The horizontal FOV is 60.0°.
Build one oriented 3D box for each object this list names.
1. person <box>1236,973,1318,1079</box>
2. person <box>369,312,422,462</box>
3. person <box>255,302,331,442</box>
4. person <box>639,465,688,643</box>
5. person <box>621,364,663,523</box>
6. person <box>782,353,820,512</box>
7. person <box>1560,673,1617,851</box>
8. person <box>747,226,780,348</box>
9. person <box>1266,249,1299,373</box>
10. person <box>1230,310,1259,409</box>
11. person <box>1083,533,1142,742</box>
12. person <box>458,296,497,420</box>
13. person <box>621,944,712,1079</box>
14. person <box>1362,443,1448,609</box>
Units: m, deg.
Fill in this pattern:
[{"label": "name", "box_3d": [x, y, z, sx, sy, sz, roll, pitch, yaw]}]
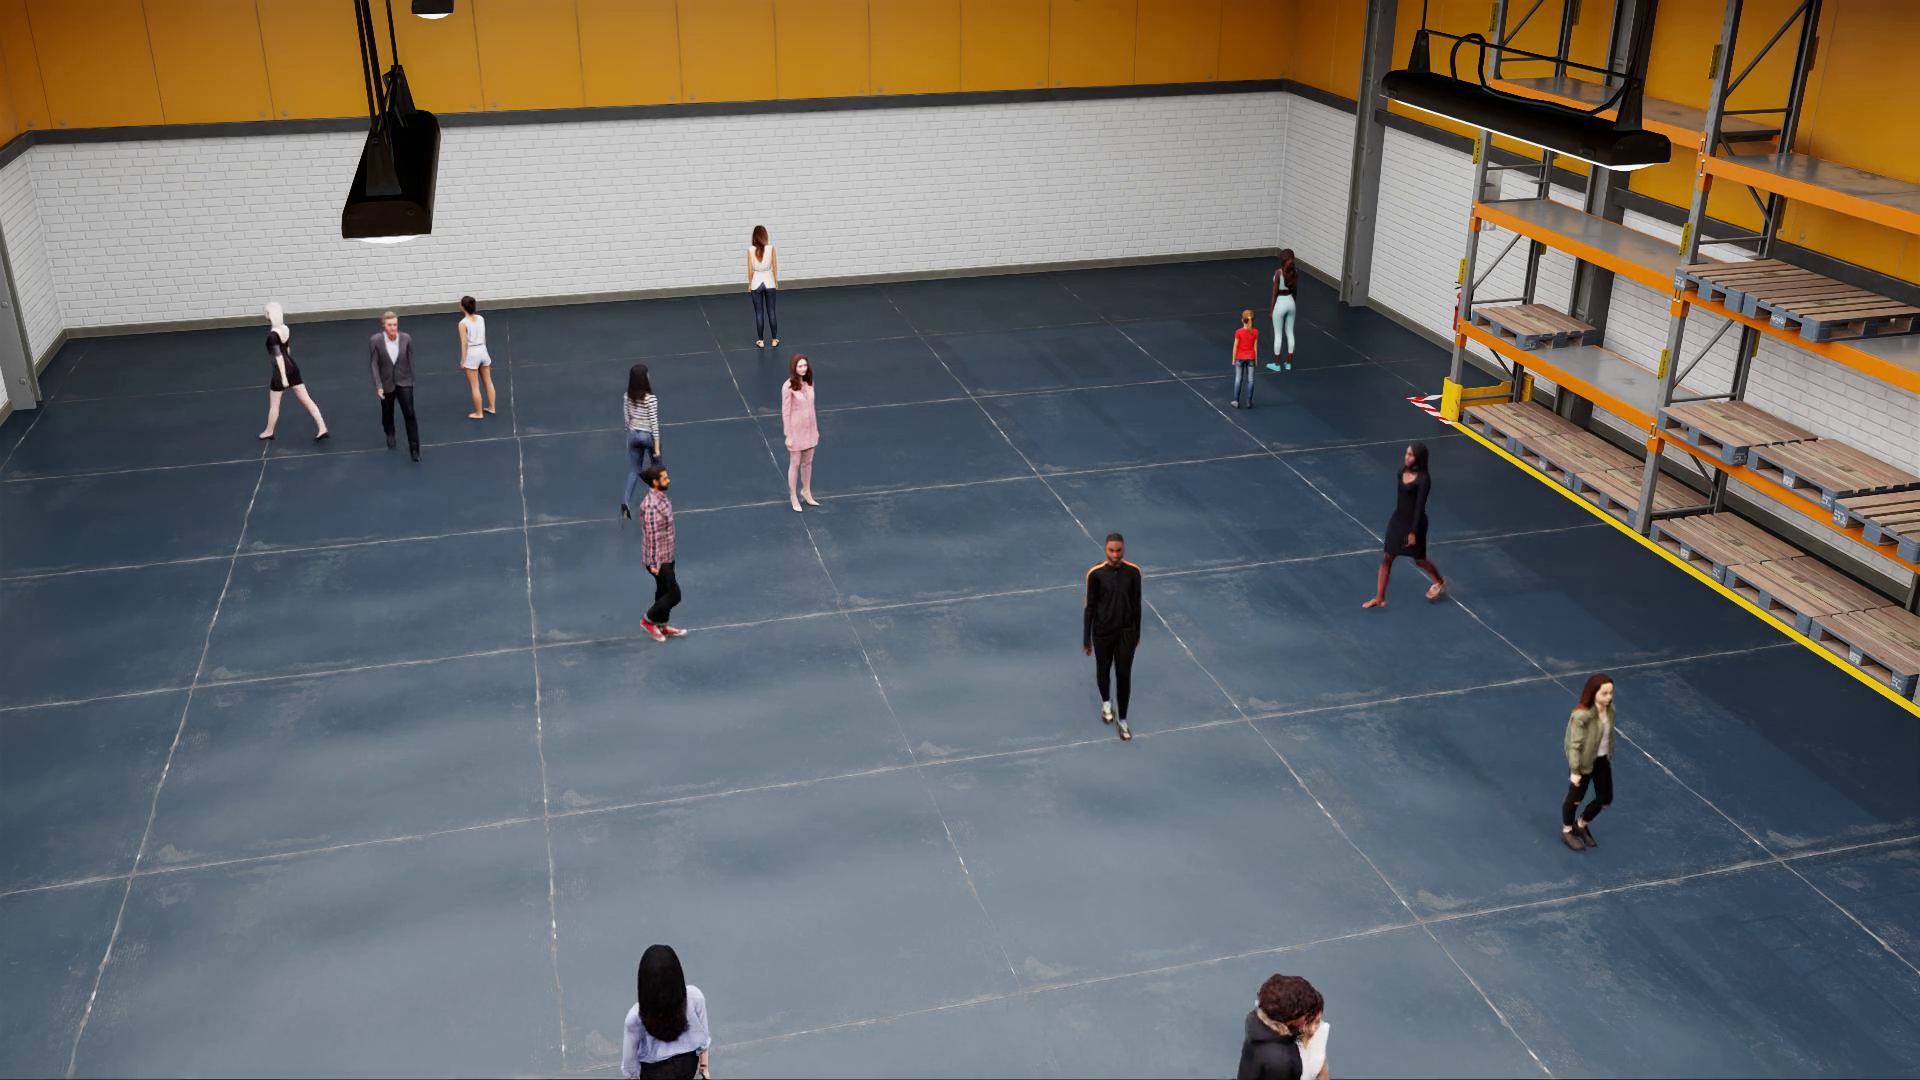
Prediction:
[{"label": "person", "box_3d": [1.524, 3.078, 8.829, 0.685, 1.734, 0.973, -4, 24, -9]}, {"label": "person", "box_3d": [-6.878, -1.891, 20.139, 0.829, 1.779, 1.305, -11, 26, -23]}, {"label": "person", "box_3d": [-8.165, -2.001, 20.399, 0.949, 1.773, 1.179, 2, 24, 6]}, {"label": "person", "box_3d": [-2.869, 0.142, 15.528, 0.835, 1.748, 0.682, 0, 24, -1]}, {"label": "person", "box_3d": [-3.514, -1.015, 18.164, 1.019, 1.757, 1.173, 9, 25, 19]}, {"label": "person", "box_3d": [-1.778, -1.217, 18.568, 0.691, 1.802, 0.694, 22, 32, 40]}, {"label": "person", "box_3d": [4.656, 1.639, 12.456, 0.618, 1.464, 0.599, -9, 25, -20]}, {"label": "person", "box_3d": [-2.870, -3.696, 24.264, 0.592, 1.783, 0.533, -4, 24, -10]}, {"label": "person", "box_3d": [4.530, -3.223, 23.256, 0.580, 1.724, 0.548, -9, 25, -19]}, {"label": "person", "box_3d": [3.750, -2.378, 21.839, 0.523, 1.310, 0.545, 1, 24, 2]}, {"label": "person", "box_3d": [1.289, 0.732, 14.131, 0.797, 1.785, 0.979, -1, 24, -2]}, {"label": "person", "box_3d": [-6.249, -2.369, 21.446, 0.698, 1.608, 0.648, 15, 28, 30]}, {"label": "person", "box_3d": [-1.552, 2.998, 9.040, 0.881, 1.711, 1.191, -15, 28, -30]}, {"label": "person", "box_3d": [4.448, -0.120, 16.200, 0.814, 1.690, 1.131, -10, 26, -23]}]
